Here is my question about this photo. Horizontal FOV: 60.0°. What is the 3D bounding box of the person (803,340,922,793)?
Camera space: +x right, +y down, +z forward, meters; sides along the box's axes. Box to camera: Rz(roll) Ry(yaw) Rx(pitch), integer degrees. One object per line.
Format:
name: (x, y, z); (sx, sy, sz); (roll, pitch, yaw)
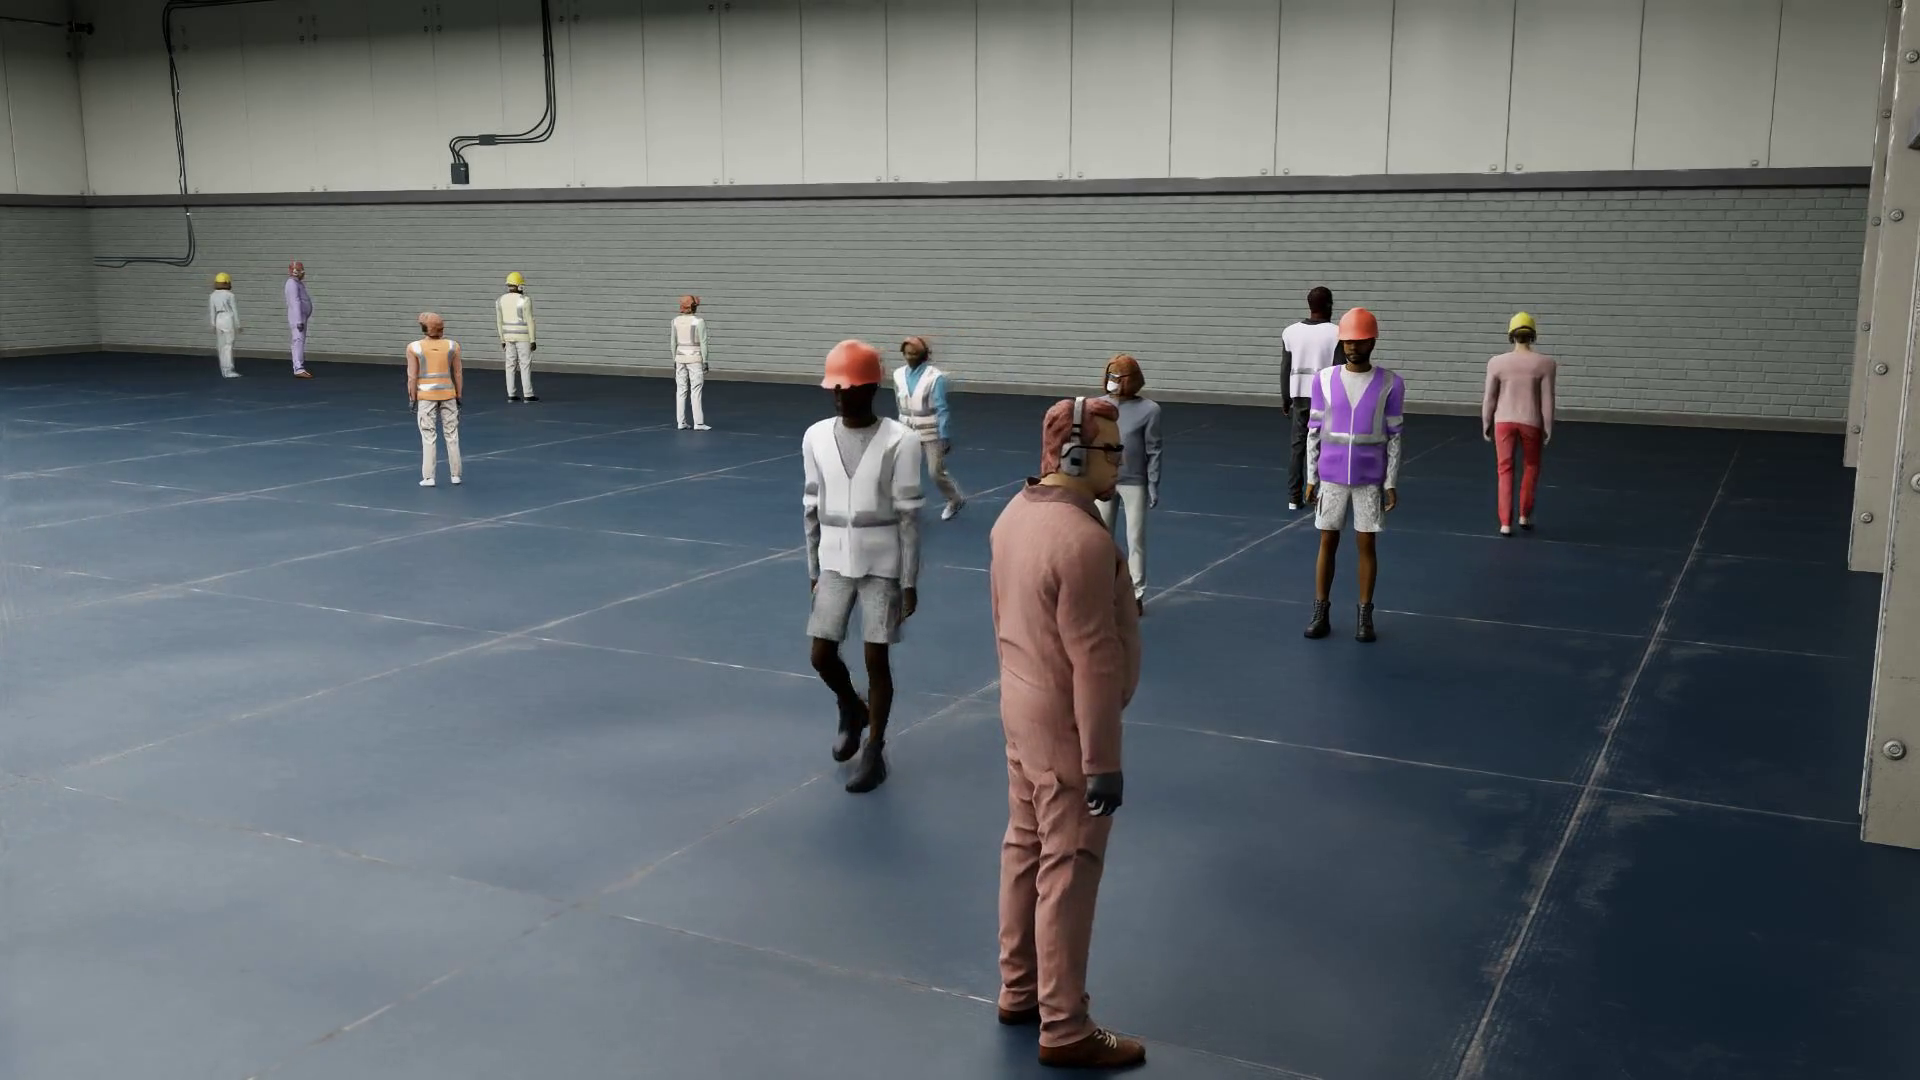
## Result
person: (-0.418, 0.110, 7.076); (0.550, 1.924, 0.466); (3, 11, 16)

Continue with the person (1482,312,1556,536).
person: (4.407, -0.919, 13.137); (0.545, 1.740, 0.679); (4, 11, 22)

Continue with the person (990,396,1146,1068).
person: (0.322, 0.541, 4.770); (0.401, 1.904, 0.646); (-4, 11, -18)

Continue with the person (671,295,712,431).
person: (-3.257, -2.136, 20.086); (0.521, 1.638, 0.311); (6, 12, 28)

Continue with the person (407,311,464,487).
person: (-4.911, -1.316, 15.598); (0.523, 1.645, 0.306); (-7, 12, -33)

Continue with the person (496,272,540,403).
person: (-6.208, -2.842, 23.399); (0.587, 1.836, 0.404); (4, 11, 19)

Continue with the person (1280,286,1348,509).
person: (3.021, -1.198, 14.216); (0.597, 1.915, 0.369); (7, 13, 34)

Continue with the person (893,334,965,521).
person: (-0.234, -0.853, 13.253); (0.523, 1.593, 0.806); (6, 12, 30)

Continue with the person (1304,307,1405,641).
person: (2.276, -0.373, 9.655); (0.543, 1.939, 0.362); (4, 11, 19)

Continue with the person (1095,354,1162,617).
person: (0.996, -0.332, 10.270); (0.500, 1.632, 0.286); (5, 11, 25)

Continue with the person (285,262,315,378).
person: (-10.928, -3.637, 27.539); (0.407, 1.910, 0.640); (-4, 11, -23)

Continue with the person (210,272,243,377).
person: (-12.205, -3.577, 27.672); (0.489, 1.740, 0.307); (4, 11, 20)
